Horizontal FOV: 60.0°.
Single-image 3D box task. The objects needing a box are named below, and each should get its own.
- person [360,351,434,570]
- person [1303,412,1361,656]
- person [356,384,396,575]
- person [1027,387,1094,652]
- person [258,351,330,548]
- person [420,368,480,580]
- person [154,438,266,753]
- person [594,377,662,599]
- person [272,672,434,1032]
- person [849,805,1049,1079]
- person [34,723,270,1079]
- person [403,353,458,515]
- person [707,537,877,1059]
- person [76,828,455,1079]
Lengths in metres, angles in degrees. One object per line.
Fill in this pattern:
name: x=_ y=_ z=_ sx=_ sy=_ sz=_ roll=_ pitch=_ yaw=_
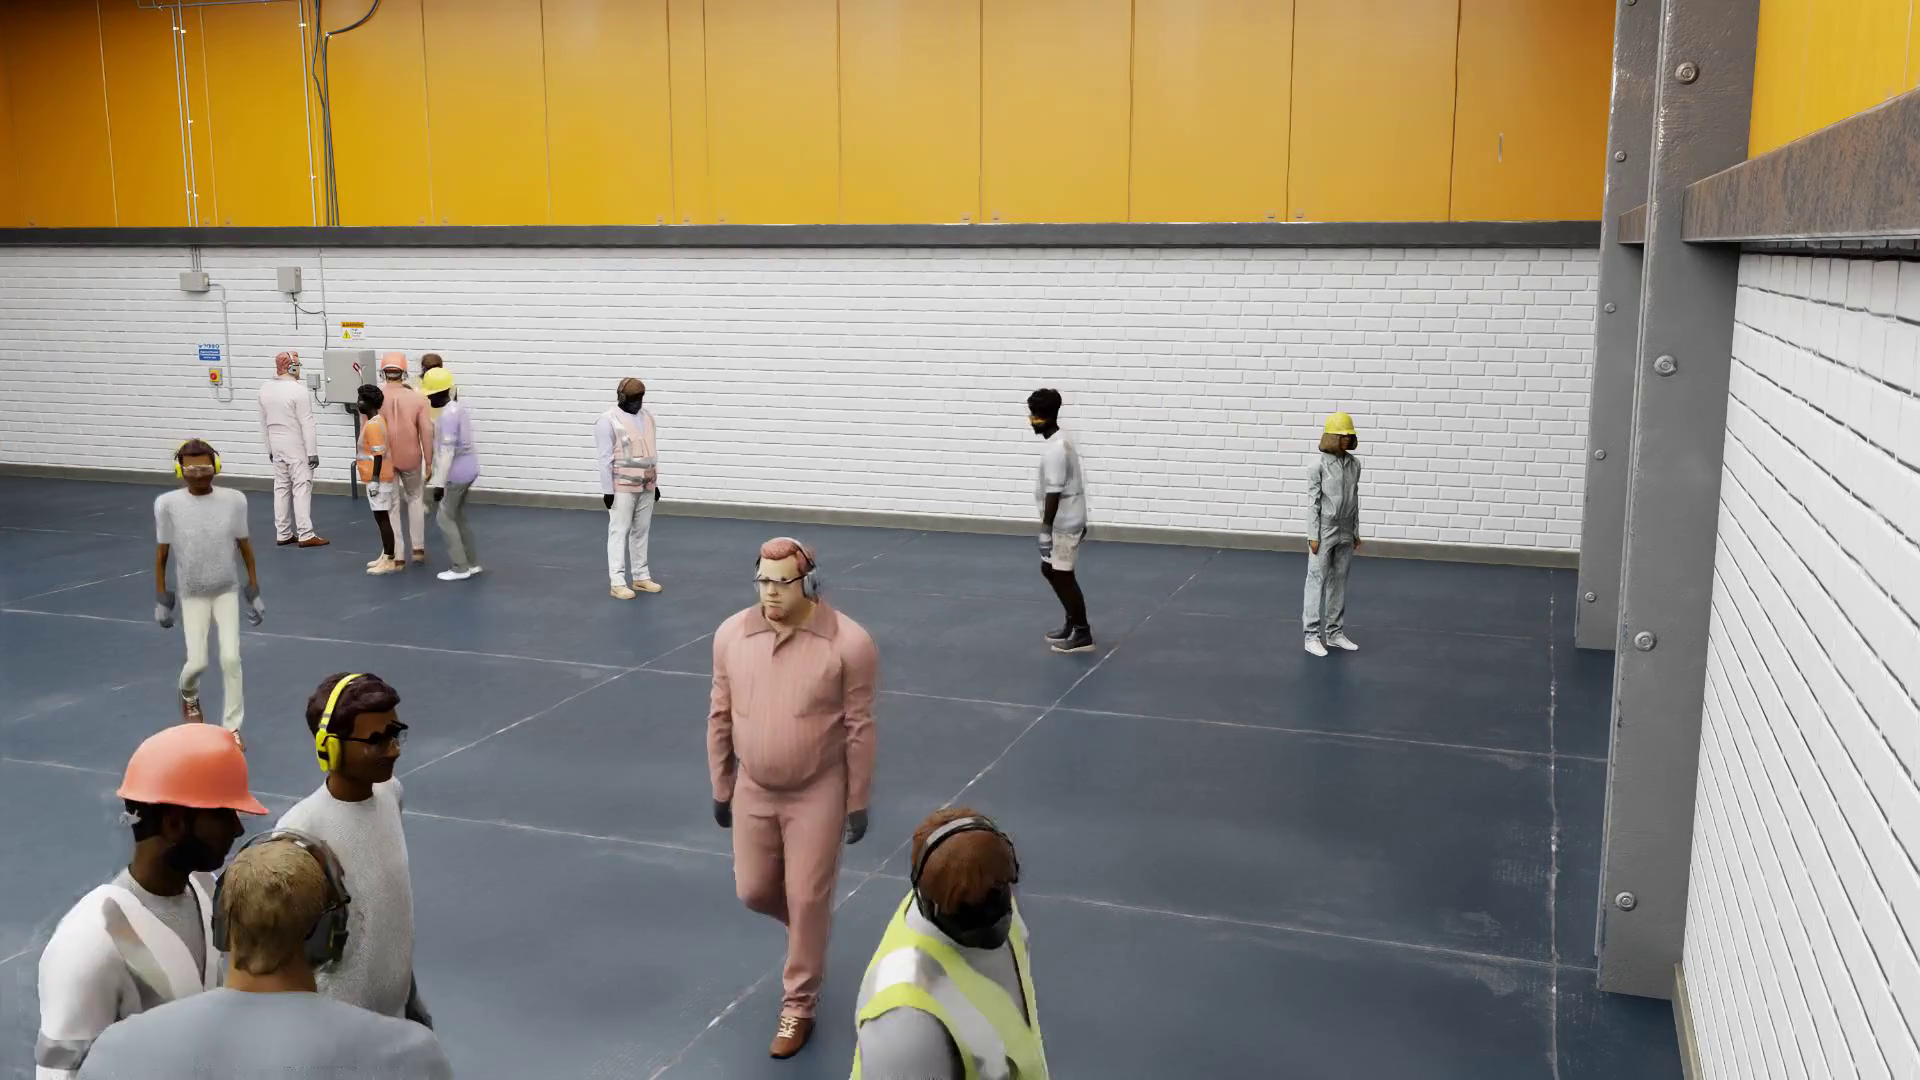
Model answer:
person: x=-5.144 y=-0.736 z=15.191 sx=0.619 sy=1.967 sz=0.815 roll=-4 pitch=11 yaw=-21
person: x=2.691 y=-0.047 z=11.923 sx=0.487 sy=1.744 sz=0.297 roll=-7 pitch=12 yaw=-33
person: x=-5.208 y=-0.541 z=14.836 sx=0.316 sy=1.695 sz=0.541 roll=-3 pitch=10 yaw=-16
person: x=0.729 y=-0.133 z=11.885 sx=0.534 sy=1.923 sz=0.626 roll=1 pitch=10 yaw=3
person: x=-6.467 y=-0.880 z=16.154 sx=0.653 sy=1.906 sz=0.408 roll=5 pitch=11 yaw=27
person: x=-4.417 y=-0.561 z=14.447 sx=0.446 sy=1.883 sz=0.602 roll=-2 pitch=10 yaw=-13
person: x=-4.370 y=0.307 z=9.660 sx=0.563 sy=1.844 sz=0.584 roll=-7 pitch=12 yaw=-33
person: x=-2.735 y=-0.439 z=13.875 sx=0.429 sy=1.834 sz=0.634 roll=7 pitch=12 yaw=33
person: x=-1.539 y=1.248 z=4.295 sx=0.309 sy=1.861 sz=0.533 roll=2 pitch=10 yaw=11
person: x=-0.013 y=1.402 z=3.578 sx=0.454 sy=1.806 sz=0.670 roll=1 pitch=10 yaw=8
person: x=-1.764 y=1.347 z=3.674 sx=0.661 sy=1.885 sz=0.551 roll=-2 pitch=10 yaw=-9
person: x=-5.603 y=-1.083 z=17.565 sx=0.650 sy=1.814 sz=0.618 roll=-8 pitch=13 yaw=-38
person: x=-0.615 y=0.900 z=6.198 sx=0.646 sy=1.885 sz=0.681 roll=3 pitch=10 yaw=15
person: x=-1.203 y=1.441 z=3.072 sx=0.653 sy=1.908 sz=0.841 roll=0 pitch=10 yaw=-1
